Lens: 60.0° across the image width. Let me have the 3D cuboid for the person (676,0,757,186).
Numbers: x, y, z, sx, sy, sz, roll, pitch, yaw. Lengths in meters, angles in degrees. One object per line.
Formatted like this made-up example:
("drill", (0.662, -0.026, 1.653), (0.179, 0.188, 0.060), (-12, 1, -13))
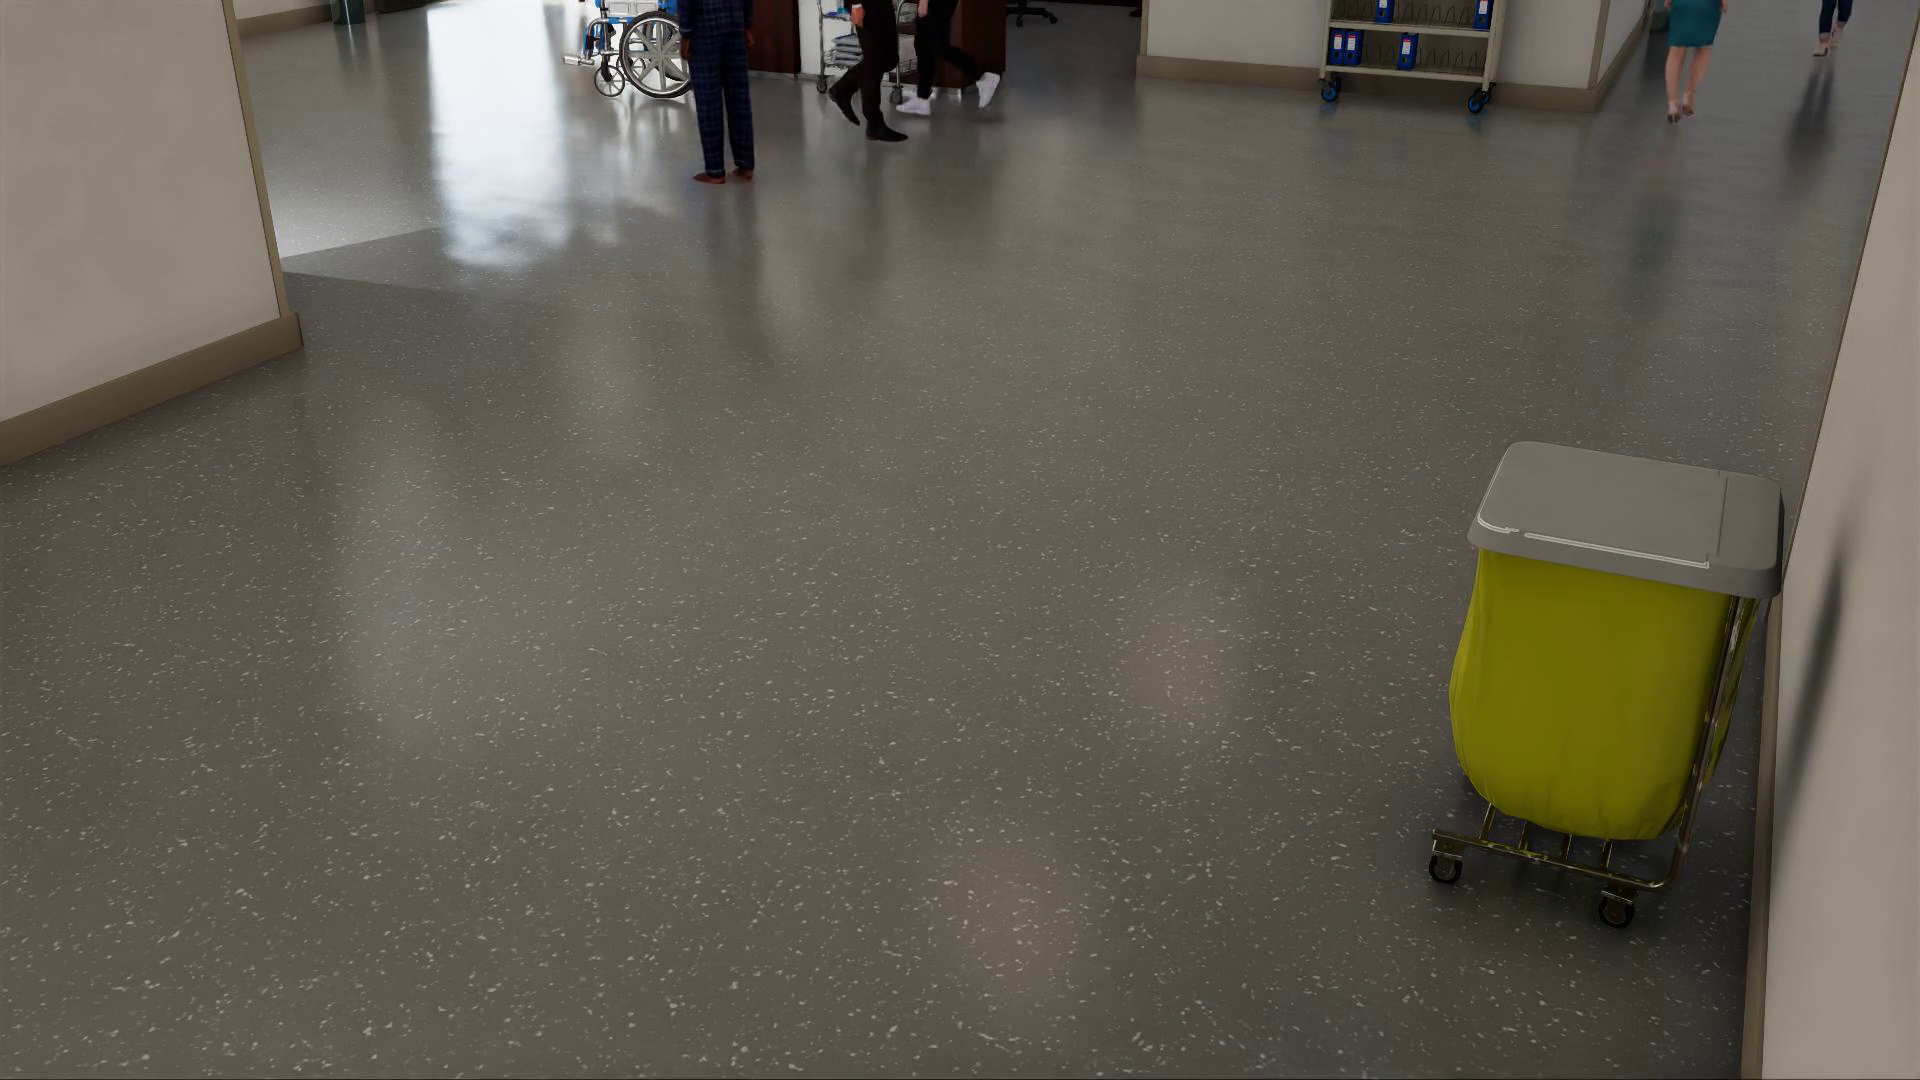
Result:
("person", (-1.449, -3.066, 9.942), (0.775, 1.829, 0.779), (-18, 31, -32))

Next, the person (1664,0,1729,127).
("person", (5.033, -3.684, 11.402), (0.536, 1.675, 0.651), (14, 29, 26))

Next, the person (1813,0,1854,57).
("person", (7.511, -4.874, 14.110), (0.814, 1.467, 0.648), (13, 29, 25))

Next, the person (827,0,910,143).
("person", (-0.657, -3.593, 11.006), (0.880, 1.855, 0.666), (12, 28, 23))

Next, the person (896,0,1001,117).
("person", (-0.092, -3.773, 11.651), (1.059, 1.619, 0.781), (4, 26, 9))
